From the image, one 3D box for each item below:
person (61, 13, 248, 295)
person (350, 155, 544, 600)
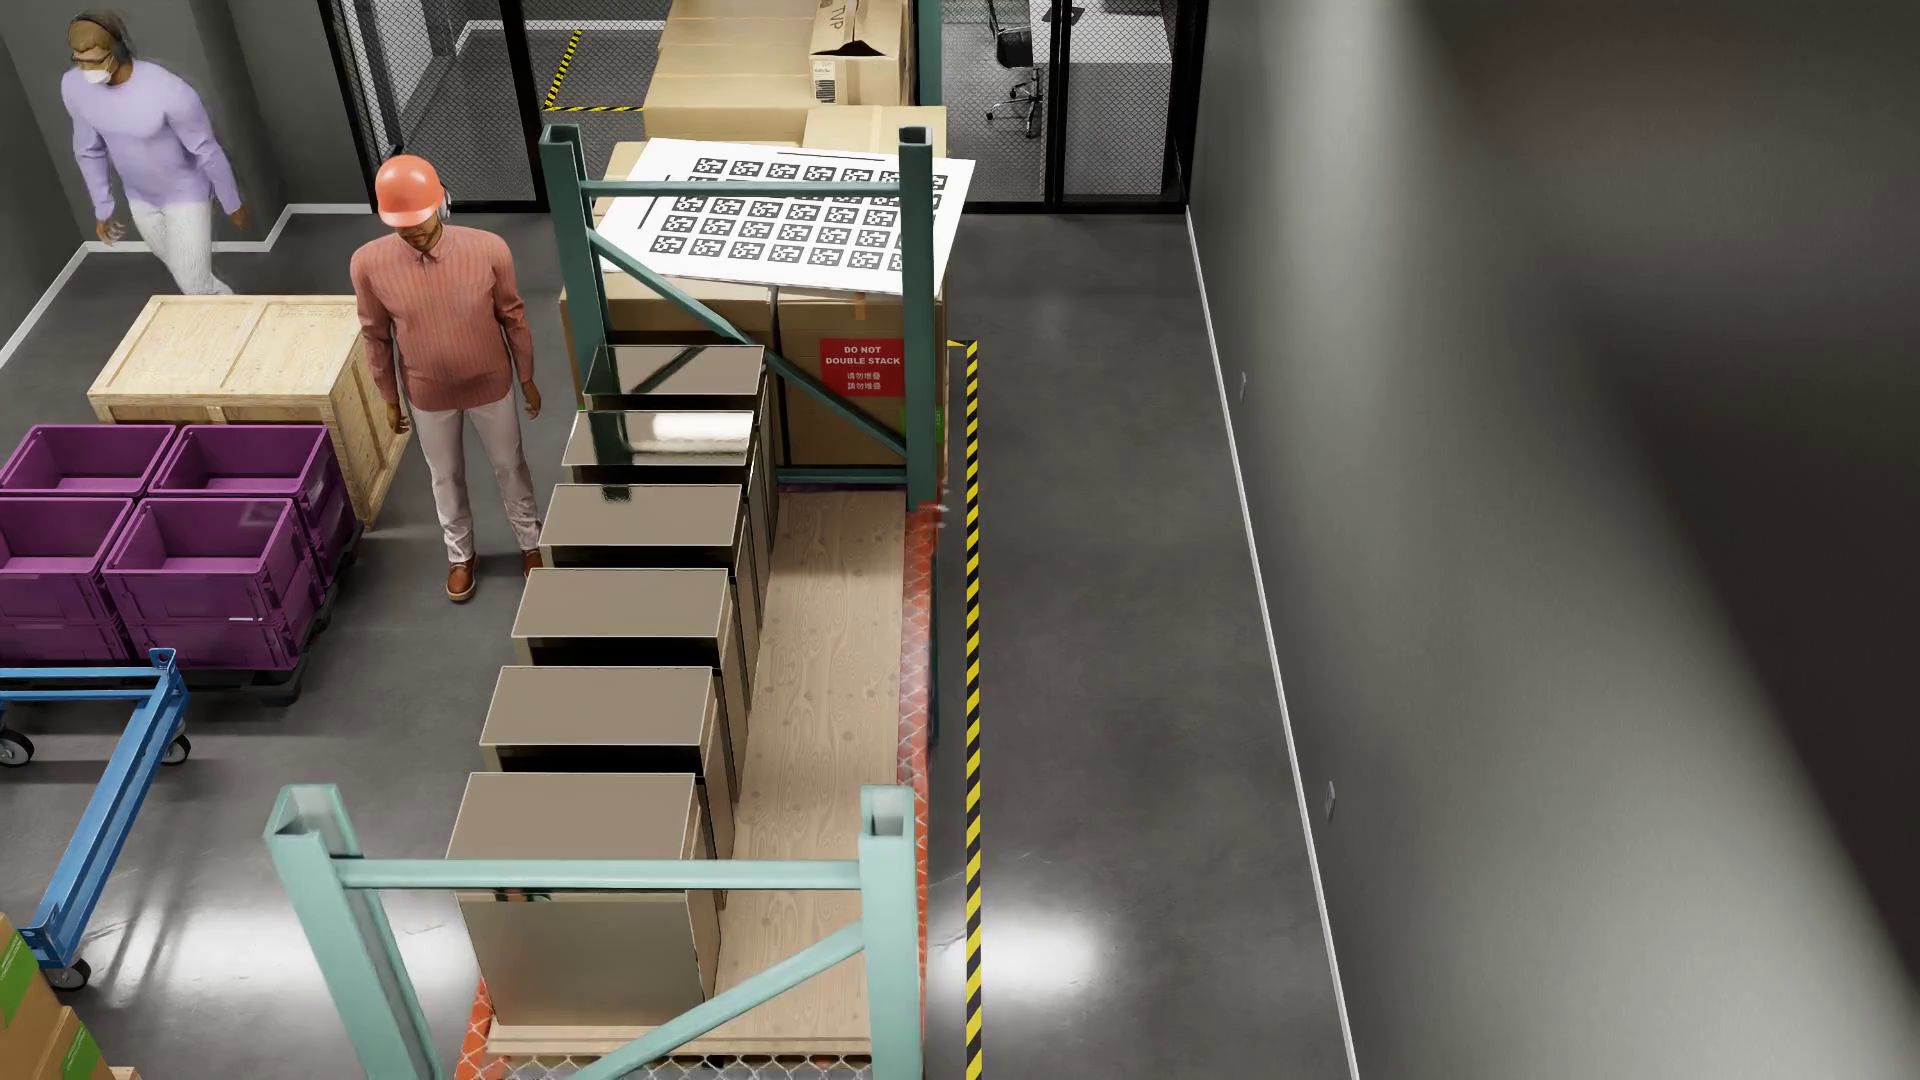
[{"bbox_3d":[-3.665,-1.561,7.696,0.634,1.911,0.503,11,42,12],"label":"person"},{"bbox_3d":[-1.973,-0.610,6.541,0.624,1.992,0.386,-10,42,-11],"label":"person"}]
